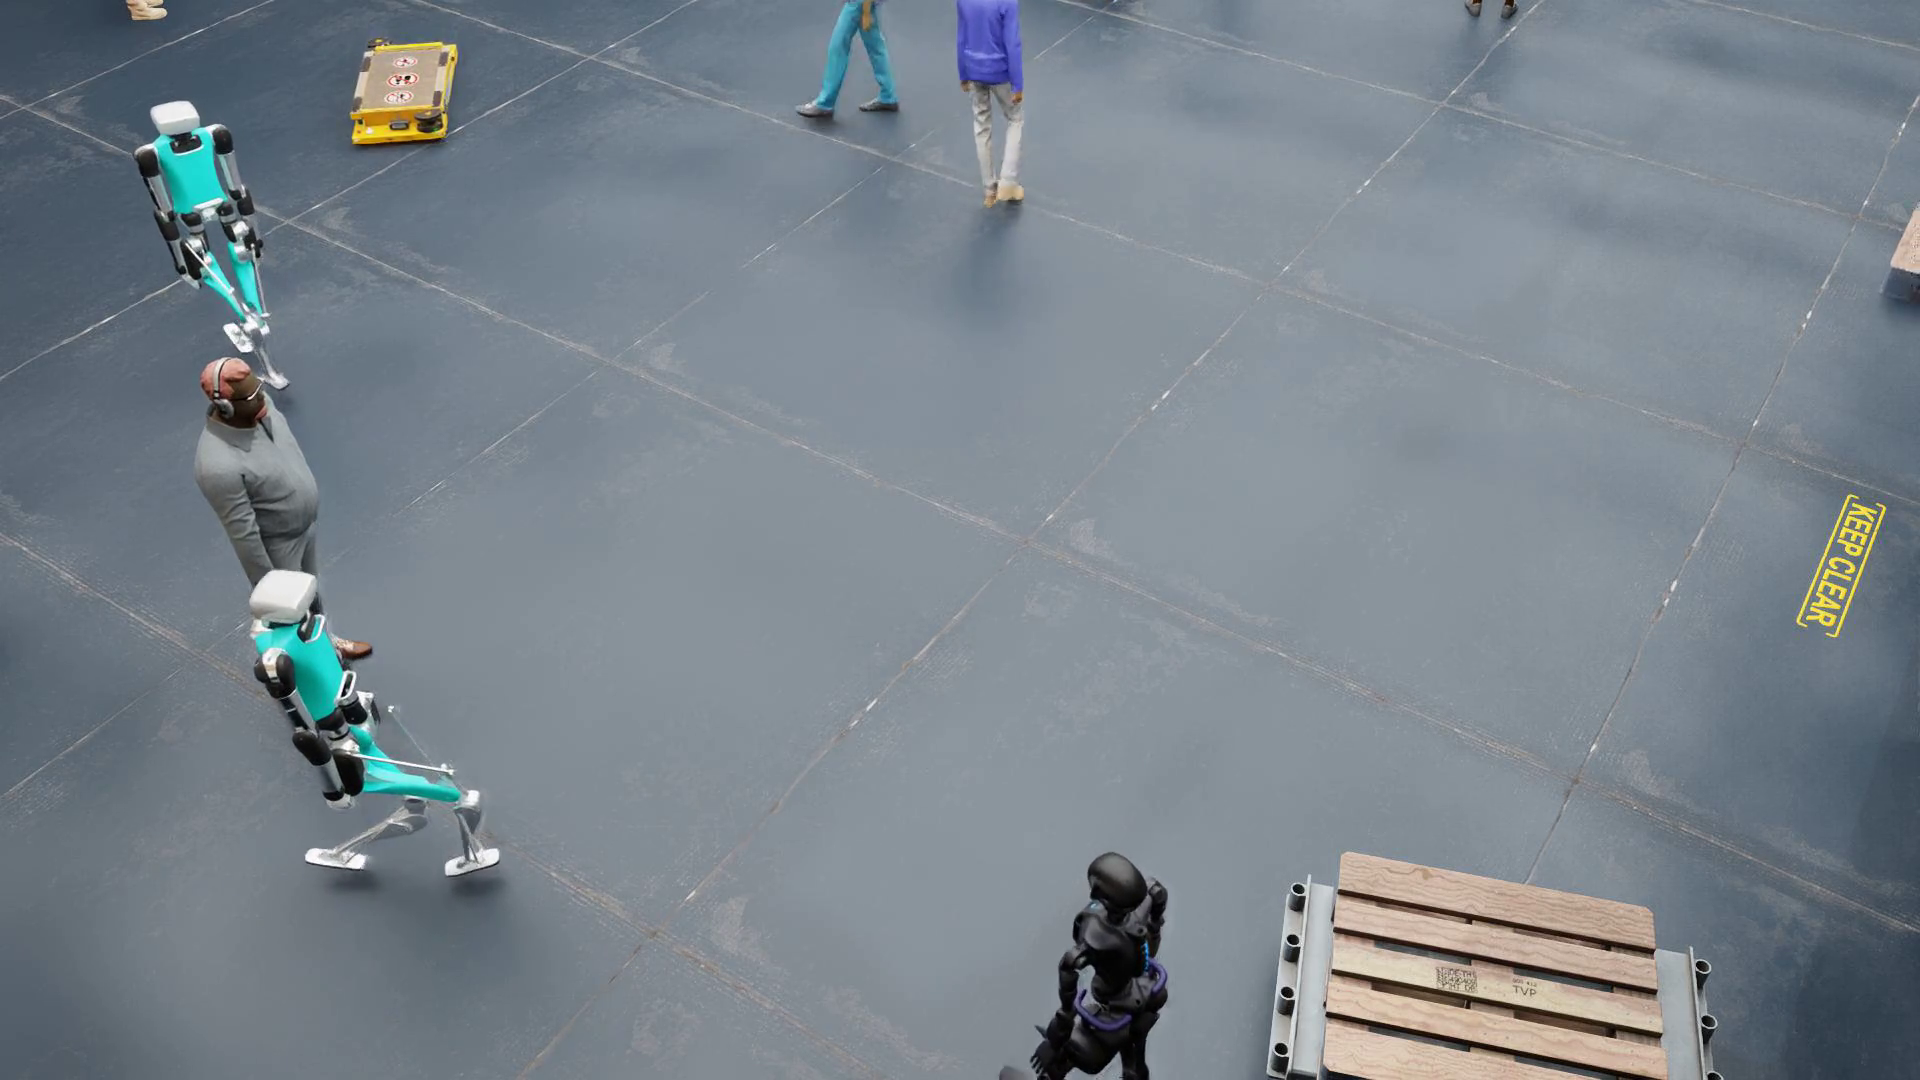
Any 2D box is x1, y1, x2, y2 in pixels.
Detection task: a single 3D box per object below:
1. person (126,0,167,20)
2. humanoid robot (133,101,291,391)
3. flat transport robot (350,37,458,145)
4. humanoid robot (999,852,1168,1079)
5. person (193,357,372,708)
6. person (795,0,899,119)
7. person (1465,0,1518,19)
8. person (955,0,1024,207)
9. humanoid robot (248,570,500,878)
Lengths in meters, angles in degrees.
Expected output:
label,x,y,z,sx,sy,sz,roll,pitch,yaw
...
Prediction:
label,x,y,z,sx,sy,sz,roll,pitch,yaw
person,-6.812,-5.068,13.345,0.326,1.742,0.483,-15,44,-17
humanoid robot,-4.136,-1.584,9.463,0.548,1.740,1.057,-31,50,-30
flat transport robot,-4.205,-3.427,12.614,0.659,0.231,1.431,-6,42,-7
humanoid robot,0.483,1.622,5.920,0.692,1.635,0.591,33,51,31
person,-3.087,-0.036,7.592,0.402,1.909,0.641,-1,42,-1
person,-0.862,-3.910,11.991,0.872,1.807,0.600,-2,42,-2
person,4.421,-5.122,13.258,0.568,1.937,0.412,9,43,10
person,0.200,-3.123,11.101,0.498,1.838,0.443,14,44,16
humanoid robot,-2.311,0.818,6.785,1.047,1.745,0.553,-3,42,-4
